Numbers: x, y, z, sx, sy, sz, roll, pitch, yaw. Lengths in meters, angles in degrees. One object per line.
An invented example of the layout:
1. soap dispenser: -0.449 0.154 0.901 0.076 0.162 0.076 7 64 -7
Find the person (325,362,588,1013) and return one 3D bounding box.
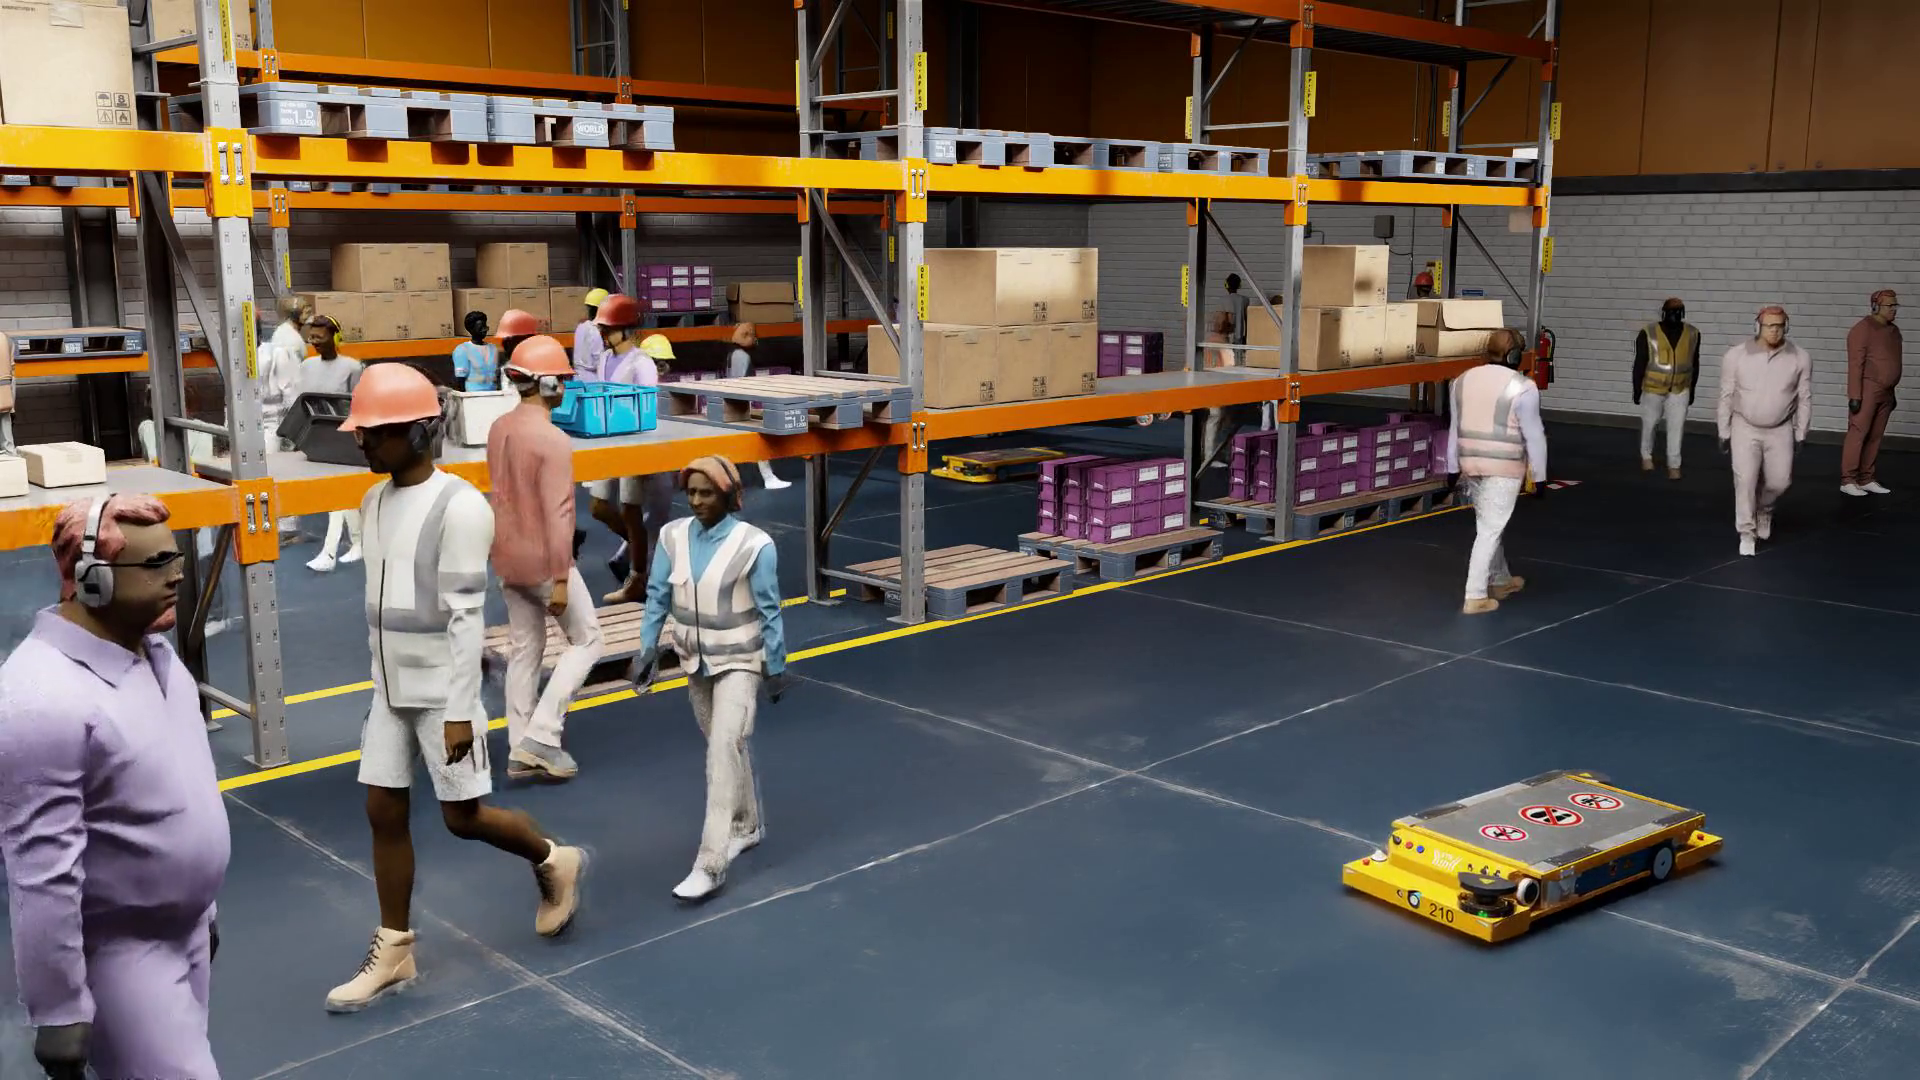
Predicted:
1. person: -1.648 0.438 5.306 0.614 2.022 0.854 7 13 35

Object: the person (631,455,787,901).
1. person: -0.953 0.496 6.141 0.535 1.605 0.809 6 12 30

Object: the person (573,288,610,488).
1. person: -3.481 -1.447 15.946 0.444 1.904 0.594 -6 12 -29

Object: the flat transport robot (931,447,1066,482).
1. flat transport robot: 0.475 -0.763 16.636 1.431 0.197 0.652 -8 13 -37

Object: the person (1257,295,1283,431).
1. person: 2.937 -1.336 15.403 0.310 1.868 0.533 -6 12 -28

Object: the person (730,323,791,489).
1. person: -2.073 -1.260 15.732 0.831 1.591 0.505 -4 11 -21

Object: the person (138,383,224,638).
1. person: -4.595 -0.151 9.659 0.516 1.587 0.842 2 11 13

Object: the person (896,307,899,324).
1. person: -0.492 -2.400 21.202 0.646 1.881 1.071 8 13 36

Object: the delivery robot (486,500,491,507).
1. delivery robot: -3.350 -0.212 12.597 0.477 0.478 0.707 10 14 42

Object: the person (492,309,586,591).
1. person: -2.882 -0.621 11.388 0.546 1.919 0.677 9 13 39

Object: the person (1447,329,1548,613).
1. person: 3.540 -0.451 10.744 0.873 1.806 0.655 -6 12 -32

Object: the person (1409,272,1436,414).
1. person: 5.911 -2.457 21.324 0.552 1.935 0.366 -2 11 -13

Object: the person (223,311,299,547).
1. person: -5.383 -0.842 12.713 0.614 1.861 0.687 5 11 24

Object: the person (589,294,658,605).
1. person: -2.180 -0.587 10.868 0.452 2.028 0.616 -9 14 -41

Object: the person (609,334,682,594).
1. person: -2.057 -0.487 11.096 0.432 1.758 0.537 -8 13 -39

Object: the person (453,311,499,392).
1. person: -4.551 -1.319 15.776 0.318 1.697 0.535 6 12 29

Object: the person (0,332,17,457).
1. person: -8.225 -1.120 14.060 0.379 1.925 0.594 1 10 6

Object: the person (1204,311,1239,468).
1. person: 2.770 -1.546 17.191 0.524 1.618 0.546 0 10 2

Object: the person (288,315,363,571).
1. person: -4.593 -0.693 12.001 0.518 1.831 0.905 4 11 21

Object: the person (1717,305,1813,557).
1. person: 6.089 -0.839 12.633 0.655 1.887 0.631 3 11 17

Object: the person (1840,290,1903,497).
1. person: 8.489 -1.360 15.425 0.651 1.906 0.403 -6 12 -30

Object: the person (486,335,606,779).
1. person: -1.836 0.095 7.313 0.620 1.978 0.438 9 14 41

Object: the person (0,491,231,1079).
1. person: -1.705 0.836 3.479 0.424 1.891 0.674 -1 10 -5

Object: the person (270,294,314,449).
1. person: -5.848 -1.222 14.732 1.015 1.877 0.633 -3 11 -18

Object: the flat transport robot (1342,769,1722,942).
1. flat transport robot: 2.168 1.144 6.238 1.431 0.197 0.652 -8 13 -35

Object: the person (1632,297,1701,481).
1. person: 7.071 -1.537 16.702 0.641 1.798 0.965 2 11 10

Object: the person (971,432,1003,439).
1. person: 0.323 -2.079 19.730 0.534 1.767 0.313 -9 14 -42

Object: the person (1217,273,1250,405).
1. person: 3.867 -2.847 23.662 0.534 1.859 0.309 -3 11 -17
